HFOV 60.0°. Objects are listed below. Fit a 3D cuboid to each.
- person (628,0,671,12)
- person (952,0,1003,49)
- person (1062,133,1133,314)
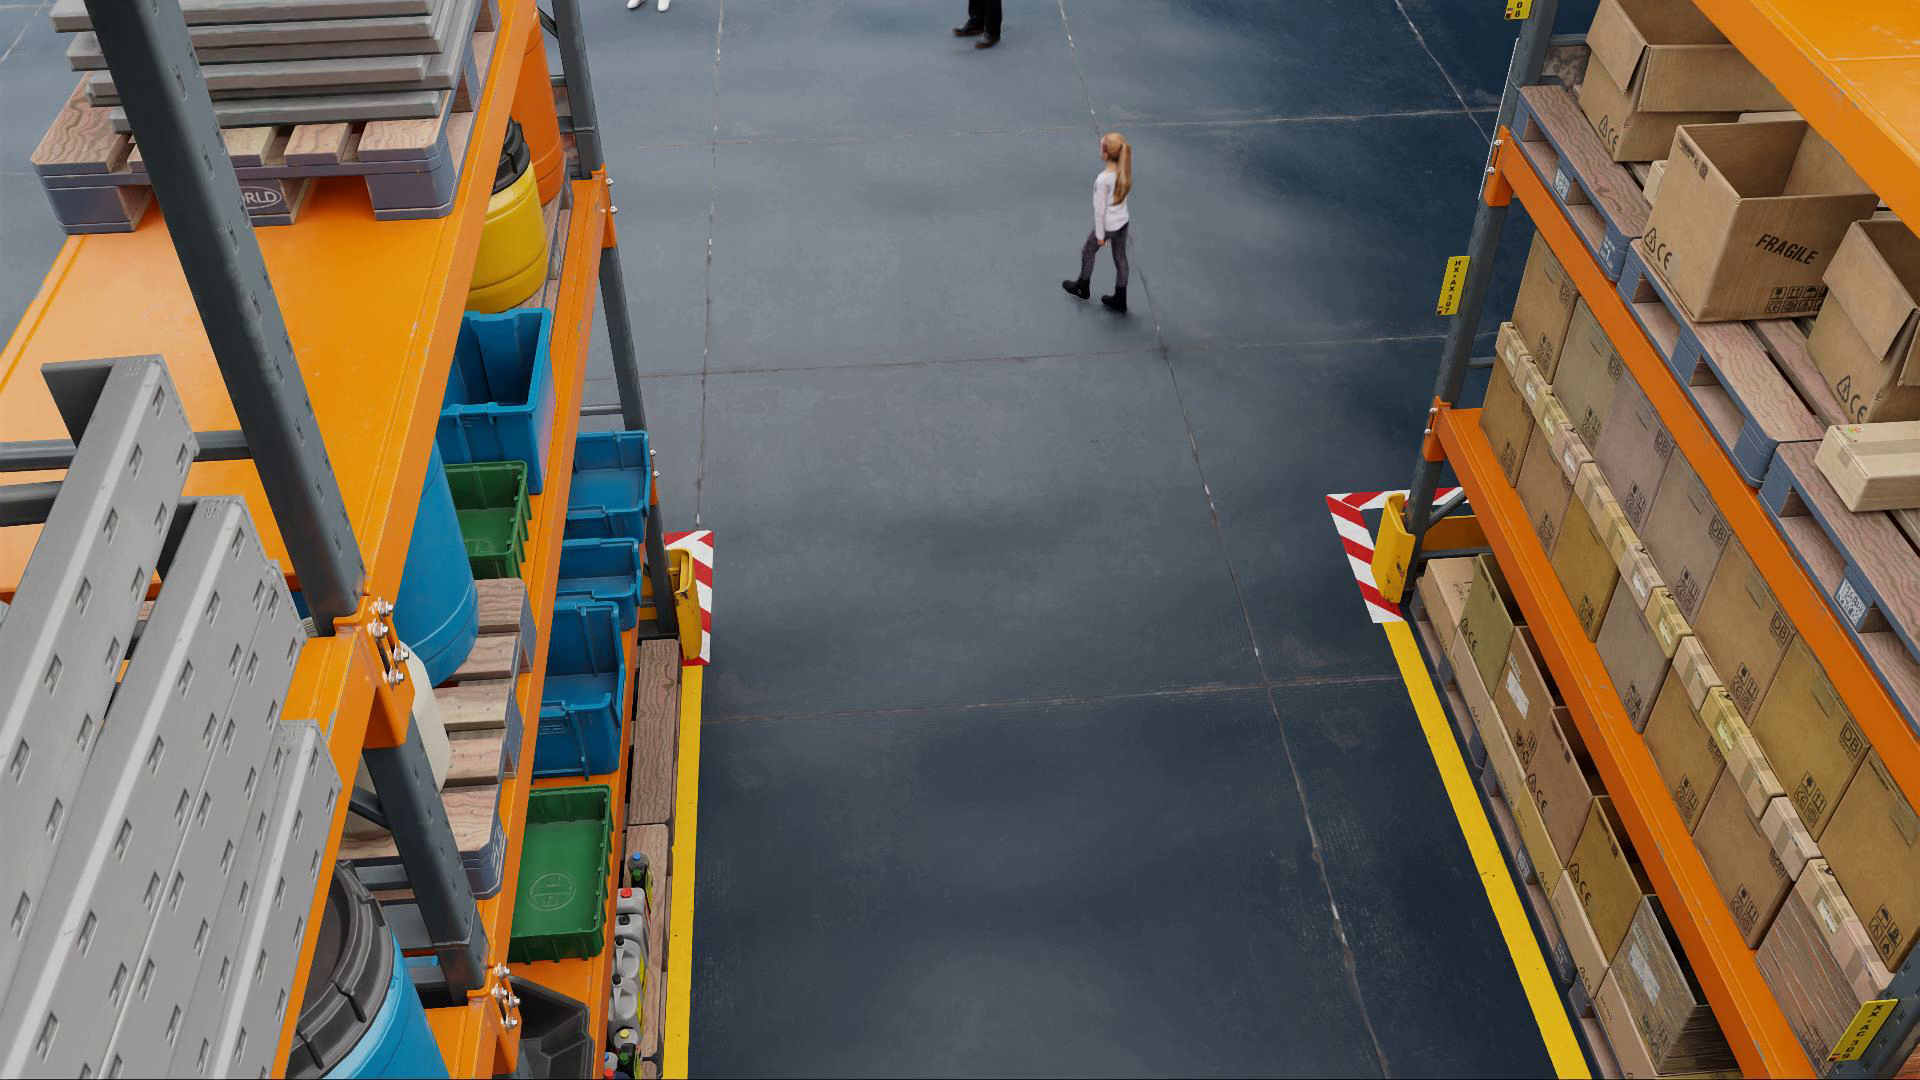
[{"bbox_3d":[-2.721,-5.388,14.193,0.677,1.700,0.648,8,43,8],"label":"person"},{"bbox_3d":[0.179,-4.966,13.641,0.798,1.818,0.673,-25,48,-25],"label":"person"},{"bbox_3d":[1.032,-2.038,10.830,0.715,1.263,0.803,-31,51,-30],"label":"person"}]
